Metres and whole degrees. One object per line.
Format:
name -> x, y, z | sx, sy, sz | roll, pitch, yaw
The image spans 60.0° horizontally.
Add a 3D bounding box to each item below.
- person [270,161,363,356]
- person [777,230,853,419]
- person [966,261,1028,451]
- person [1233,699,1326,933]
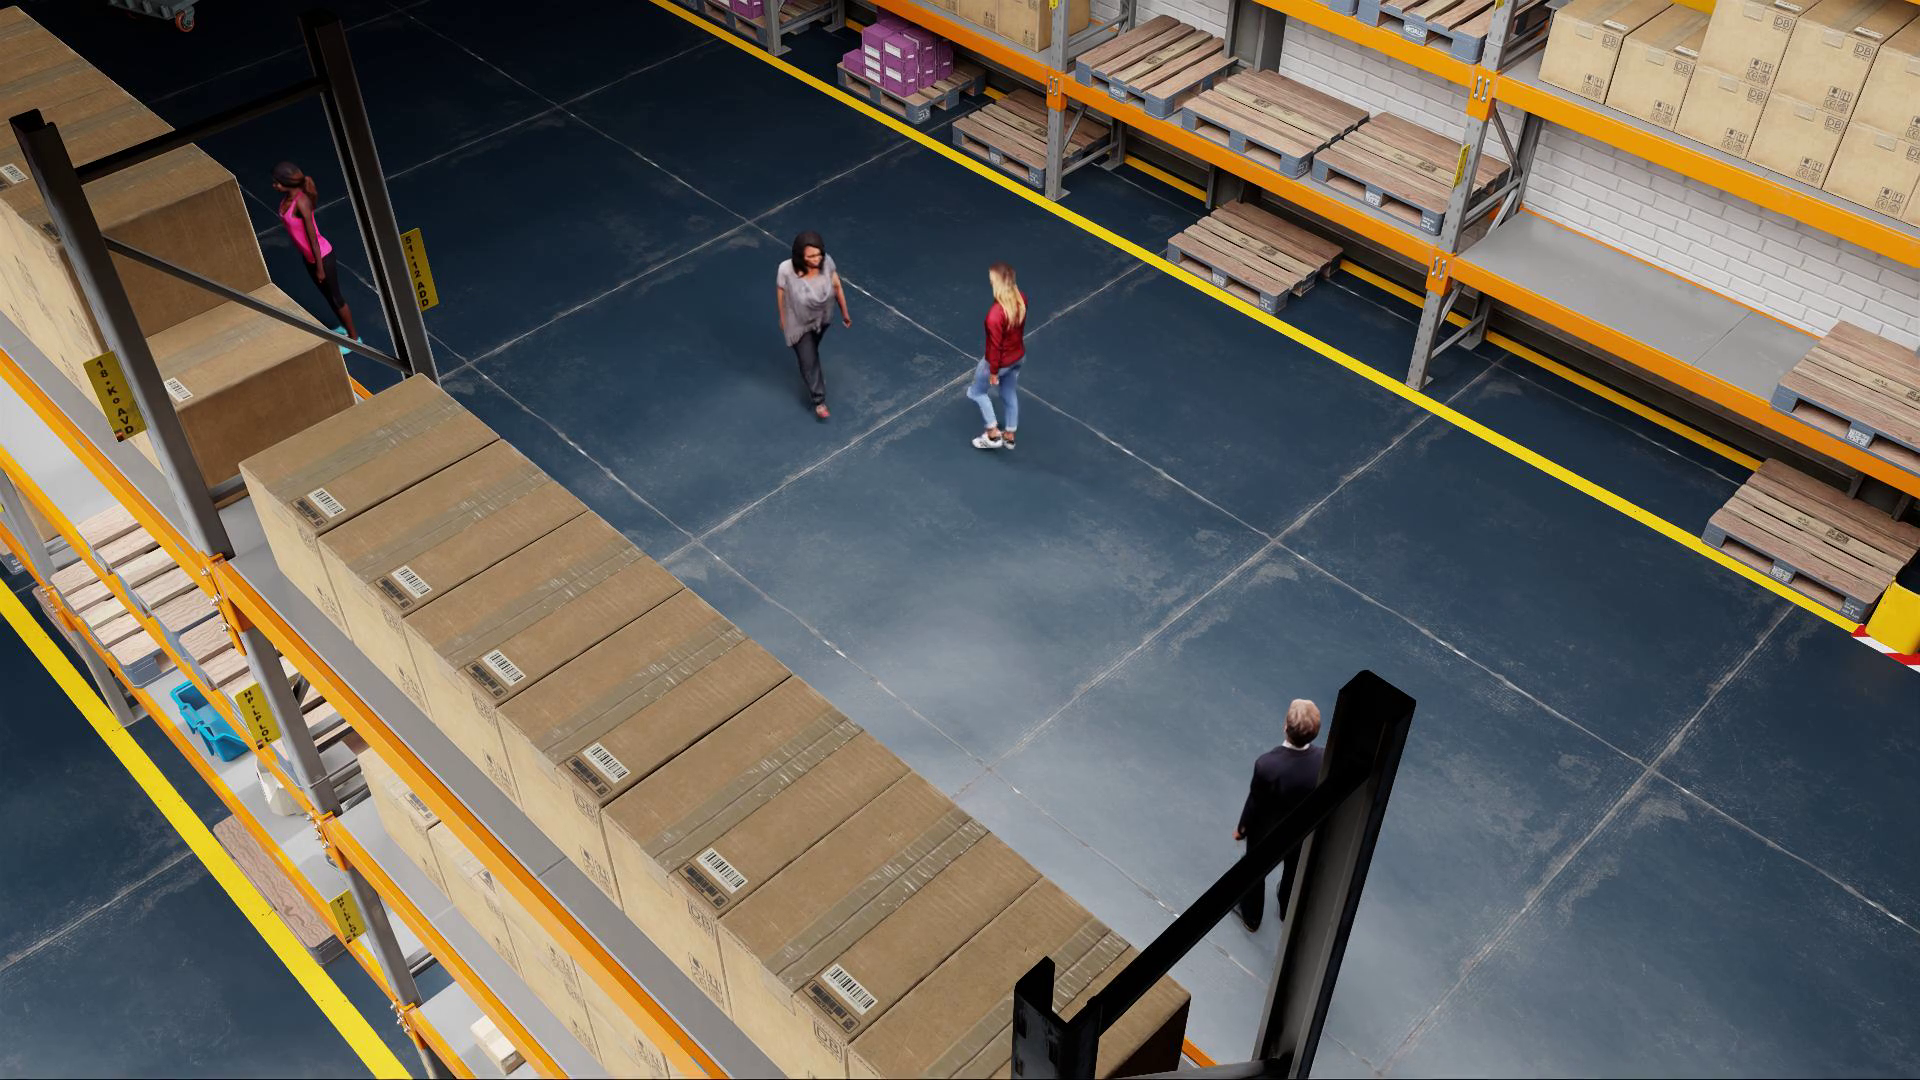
person -> -5.149, -2.278, 13.347 | 0.647, 1.722, 0.524 | -26, 50, -25
person -> -1.219, -1.799, 12.955 | 0.754, 1.568, 0.990 | -29, 51, -27
person -> 0.381, -1.322, 12.419 | 0.578, 1.618, 0.620 | 29, 51, 27
person -> 1.794, 1.545, 9.267 | 0.788, 1.814, 0.800 | -7, 44, -8
